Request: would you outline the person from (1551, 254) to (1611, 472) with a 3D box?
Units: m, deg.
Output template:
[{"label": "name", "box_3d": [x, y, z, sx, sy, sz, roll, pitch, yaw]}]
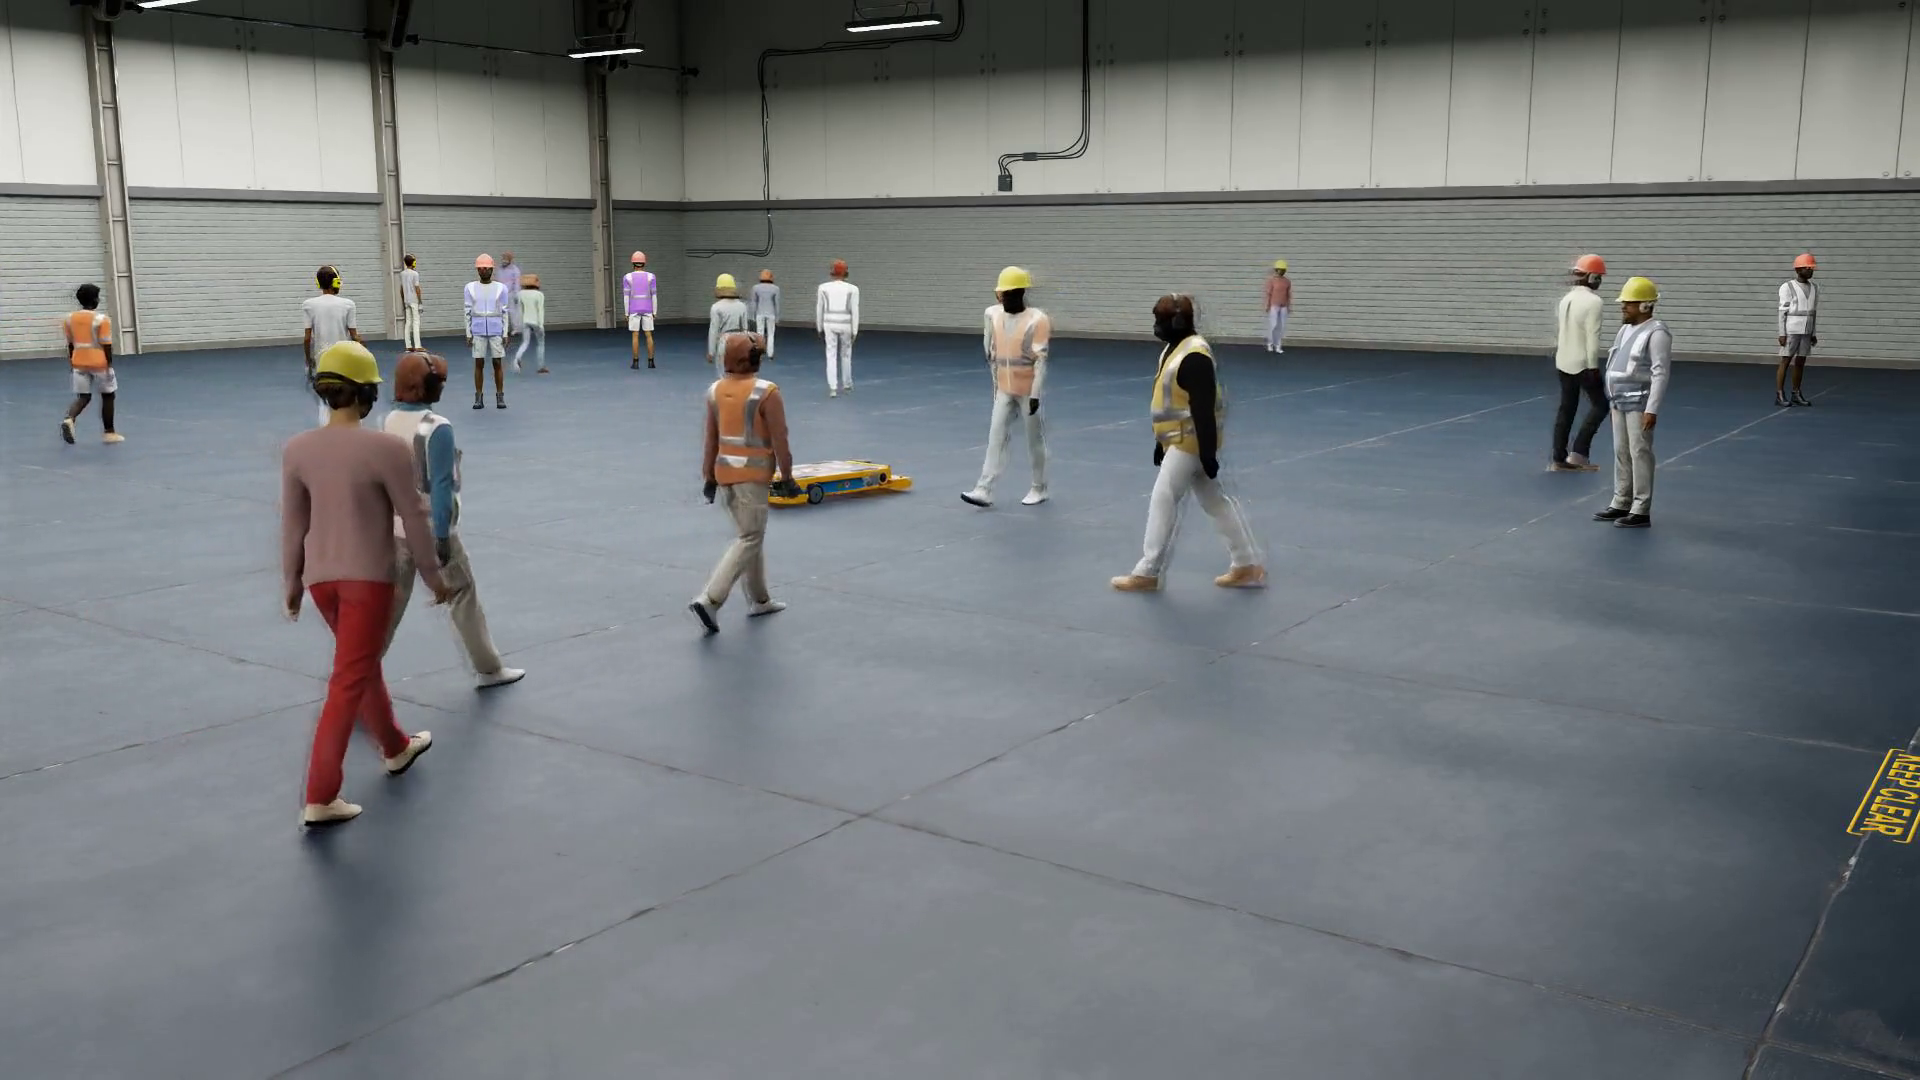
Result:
[{"label": "person", "box_3d": [5.639, -1.586, 15.048, 0.535, 1.972, 0.647, -2, 10, -12]}]

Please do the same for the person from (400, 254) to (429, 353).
[{"label": "person", "box_3d": [-10.433, -4.510, 31.714, 0.526, 1.876, 0.324, 6, 12, 29]}]

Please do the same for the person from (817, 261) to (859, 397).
[{"label": "person", "box_3d": [-1.659, -2.872, 22.672, 0.594, 1.840, 0.978, 0, 10, 1]}]

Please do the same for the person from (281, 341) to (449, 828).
[{"label": "person", "box_3d": [-2.208, 0.137, 6.128, 0.533, 1.719, 0.898, 4, 11, 20]}]

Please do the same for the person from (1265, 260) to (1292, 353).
[{"label": "person", "box_3d": [6.032, -4.398, 31.401, 0.545, 1.754, 0.364, -4, 11, -21]}]

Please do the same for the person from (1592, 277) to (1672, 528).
[{"label": "person", "box_3d": [4.940, -1.007, 12.216, 0.404, 1.828, 0.602, -1, 10, -6]}]

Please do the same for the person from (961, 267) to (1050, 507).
[{"label": "person", "box_3d": [0.393, -1.176, 12.995, 0.610, 1.880, 0.954, 8, 13, 39]}]

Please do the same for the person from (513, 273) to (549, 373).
[{"label": "person", "box_3d": [-6.846, -3.436, 26.463, 0.501, 1.609, 0.704, 4, 11, 20]}]

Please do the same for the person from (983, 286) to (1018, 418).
[{"label": "person", "box_3d": [0.529, -2.186, 19.396, 0.528, 1.620, 0.463, 0, 10, 0]}]

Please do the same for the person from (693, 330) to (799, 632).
[{"label": "person", "box_3d": [-1.202, -0.323, 9.009, 0.509, 1.609, 0.749, 8, 13, 39]}]

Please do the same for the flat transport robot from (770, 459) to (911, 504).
[{"label": "flat transport robot", "box_3d": [-1.144, -0.491, 13.696, 1.431, 0.197, 0.652, -10, 14, -44]}]

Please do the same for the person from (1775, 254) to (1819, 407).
[{"label": "person", "box_3d": [10.693, -2.668, 21.208, 0.549, 1.942, 0.347, -3, 10, -14]}]

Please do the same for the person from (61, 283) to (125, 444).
[{"label": "person", "box_3d": [-8.918, -1.787, 17.013, 0.536, 1.672, 0.677, 2, 10, 9]}]

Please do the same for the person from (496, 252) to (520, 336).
[{"label": "person", "box_3d": [-10.042, -5.461, 37.060, 0.663, 1.869, 0.557, 3, 11, 18]}]

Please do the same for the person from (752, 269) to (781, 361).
[{"label": "person", "box_3d": [-3.424, -3.972, 29.404, 0.516, 1.620, 0.410, 1, 10, 3]}]

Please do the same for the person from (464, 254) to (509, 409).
[{"label": "person", "box_3d": [-5.947, -2.618, 20.928, 0.544, 1.943, 0.347, -3, 10, -14]}]

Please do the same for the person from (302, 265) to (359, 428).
[{"label": "person", "box_3d": [-6.005, -1.688, 15.940, 0.534, 1.863, 0.310, -2, 10, -11]}]

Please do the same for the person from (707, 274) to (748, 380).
[{"label": "person", "box_3d": [-2.663, -2.156, 18.944, 0.353, 1.734, 0.490, 9, 13, 40]}]

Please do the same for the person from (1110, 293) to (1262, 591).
[{"label": "person", "box_3d": [1.408, -0.575, 9.937, 0.921, 1.796, 0.613, 1, 10, 3]}]

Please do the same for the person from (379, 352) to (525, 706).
[{"label": "person", "box_3d": [-2.435, -0.049, 7.520, 0.530, 1.592, 0.879, 8, 13, 38]}]

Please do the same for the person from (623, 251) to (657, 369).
[{"label": "person", "box_3d": [-5.289, -3.797, 27.568, 0.551, 1.935, 0.441, -3, 10, -15]}]
